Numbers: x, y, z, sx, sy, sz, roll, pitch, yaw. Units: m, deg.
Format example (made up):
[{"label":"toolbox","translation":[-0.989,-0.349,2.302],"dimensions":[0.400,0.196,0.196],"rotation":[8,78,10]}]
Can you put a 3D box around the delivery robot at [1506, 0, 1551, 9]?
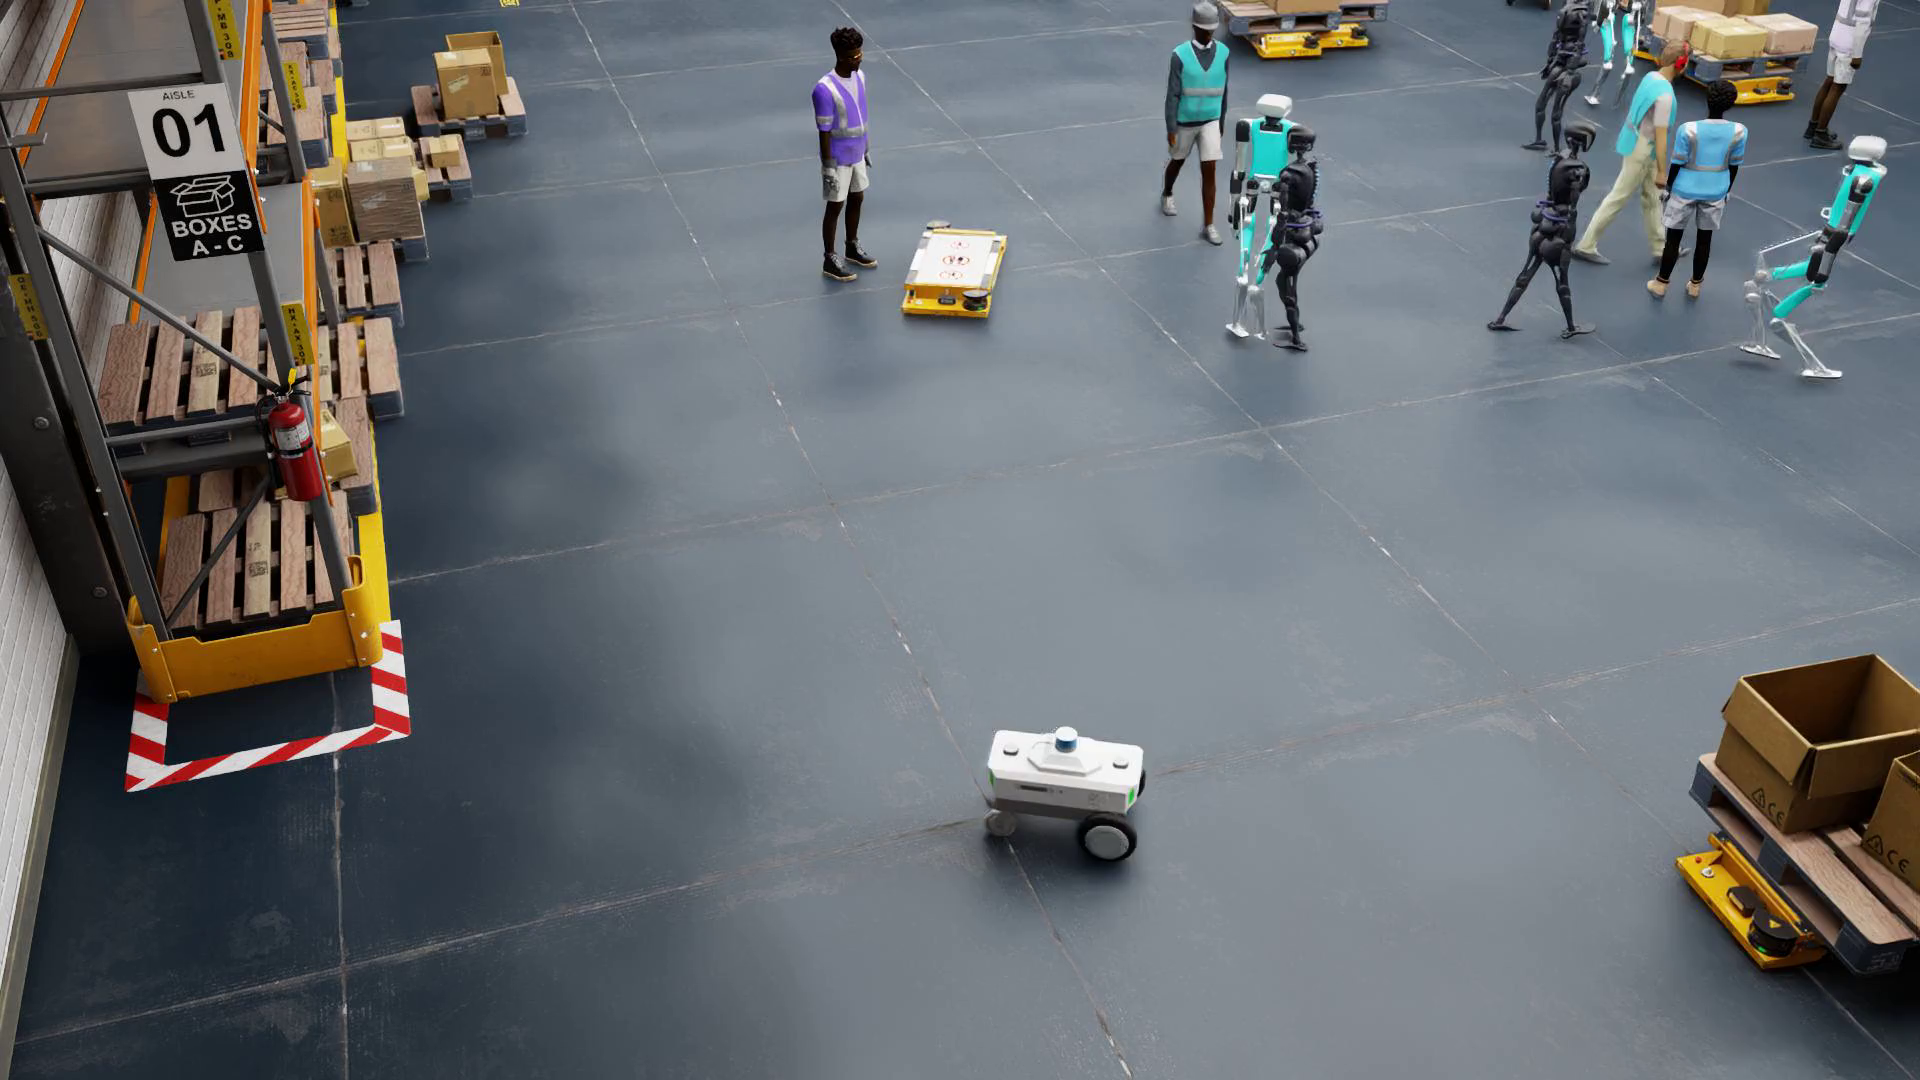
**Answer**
[{"label":"delivery robot","translation":[6.859,-6.682,19.854],"dimensions":[0.499,0.604,0.808],"rotation":[15,36,21]}]

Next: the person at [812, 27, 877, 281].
[{"label":"person","translation":[-0.891,-3.009,12.933],"dimensions":[0.365,1.958,0.608],"rotation":[19,38,27]}]

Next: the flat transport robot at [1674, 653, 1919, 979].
[{"label":"flat transport robot","translation":[4.064,1.523,7.523],"dimensions":[1.431,0.231,0.659],"rotation":[-8,34,-12]}]

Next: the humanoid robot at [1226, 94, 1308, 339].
[{"label":"humanoid robot","translation":[2.133,-2.229,11.948],"dimensions":[0.530,1.769,0.836],"rotation":[11,35,17]}]

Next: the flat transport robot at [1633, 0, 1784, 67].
[{"label":"flat transport robot","translation":[8.037,-5.221,17.865],"dimensions":[1.431,0.231,0.659],"rotation":[26,41,34]}]

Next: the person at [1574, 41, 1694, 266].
[{"label":"person","translation":[5.443,-3.002,13.074],"dimensions":[0.927,1.781,0.634],"rotation":[9,34,14]}]

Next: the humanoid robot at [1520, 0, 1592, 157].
[{"label":"humanoid robot","translation":[5.478,-4.320,15.196],"dimensions":[0.431,1.657,0.594],"rotation":[-3,33,-4]}]

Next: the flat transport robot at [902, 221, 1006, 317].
[{"label":"flat transport robot","translation":[-0.030,-2.145,13.149],"dimensions":[0.659,0.231,1.431],"rotation":[4,33,6]}]

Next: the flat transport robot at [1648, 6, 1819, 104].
[{"label":"flat transport robot","translation":[7.942,-4.851,17.298],"dimensions":[0.659,0.231,1.431],"rotation":[-8,34,-12]}]

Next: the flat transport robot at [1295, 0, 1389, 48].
[{"label":"flat transport robot","translation":[4.089,-5.886,18.885],"dimensions":[0.659,0.231,1.431],"rotation":[-4,33,-6]}]

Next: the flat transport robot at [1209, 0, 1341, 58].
[{"label":"flat transport robot","translation":[3.486,-5.693,18.589],"dimensions":[0.659,0.231,1.431],"rotation":[-5,33,-8]}]

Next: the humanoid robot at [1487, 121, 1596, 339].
[{"label":"humanoid robot","translation":[4.341,-2.246,12.043],"dimensions":[0.744,1.630,0.593],"rotation":[0,33,1]}]

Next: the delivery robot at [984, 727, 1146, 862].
[{"label":"delivery robot","translation":[0.489,1.140,7.841],"dimensions":[0.769,0.587,0.499],"rotation":[6,34,9]}]

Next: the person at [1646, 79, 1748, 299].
[{"label":"person","translation":[5.585,-2.637,12.594],"dimensions":[0.531,1.697,0.320],"rotation":[4,33,6]}]

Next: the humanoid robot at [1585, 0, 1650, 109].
[{"label":"humanoid robot","translation":[6.496,-5.079,16.302],"dimensions":[0.540,1.783,0.725],"rotation":[4,33,6]}]

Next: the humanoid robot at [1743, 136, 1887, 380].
[{"label":"humanoid robot","translation":[5.838,-1.958,11.489],"dimensions":[0.954,1.730,0.549],"rotation":[17,37,24]}]

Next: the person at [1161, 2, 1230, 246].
[{"label":"person","translation":[1.945,-3.481,13.725],"dimensions":[0.566,1.904,0.970],"rotation":[-5,33,-7]}]

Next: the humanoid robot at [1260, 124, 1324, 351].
[{"label":"humanoid robot","translation":[2.398,-2.145,11.862],"dimensions":[0.361,1.647,0.593],"rotation":[22,39,29]}]

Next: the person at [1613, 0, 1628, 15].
[{"label":"person","translation":[7.714,-6.937,19.212],"dimensions":[0.465,1.672,0.378],"rotation":[-15,36,-21]}]

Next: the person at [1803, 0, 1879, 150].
[{"label":"person","translation":[8.255,-4.598,15.395],"dimensions":[0.384,1.929,0.544],"rotation":[5,33,8]}]
